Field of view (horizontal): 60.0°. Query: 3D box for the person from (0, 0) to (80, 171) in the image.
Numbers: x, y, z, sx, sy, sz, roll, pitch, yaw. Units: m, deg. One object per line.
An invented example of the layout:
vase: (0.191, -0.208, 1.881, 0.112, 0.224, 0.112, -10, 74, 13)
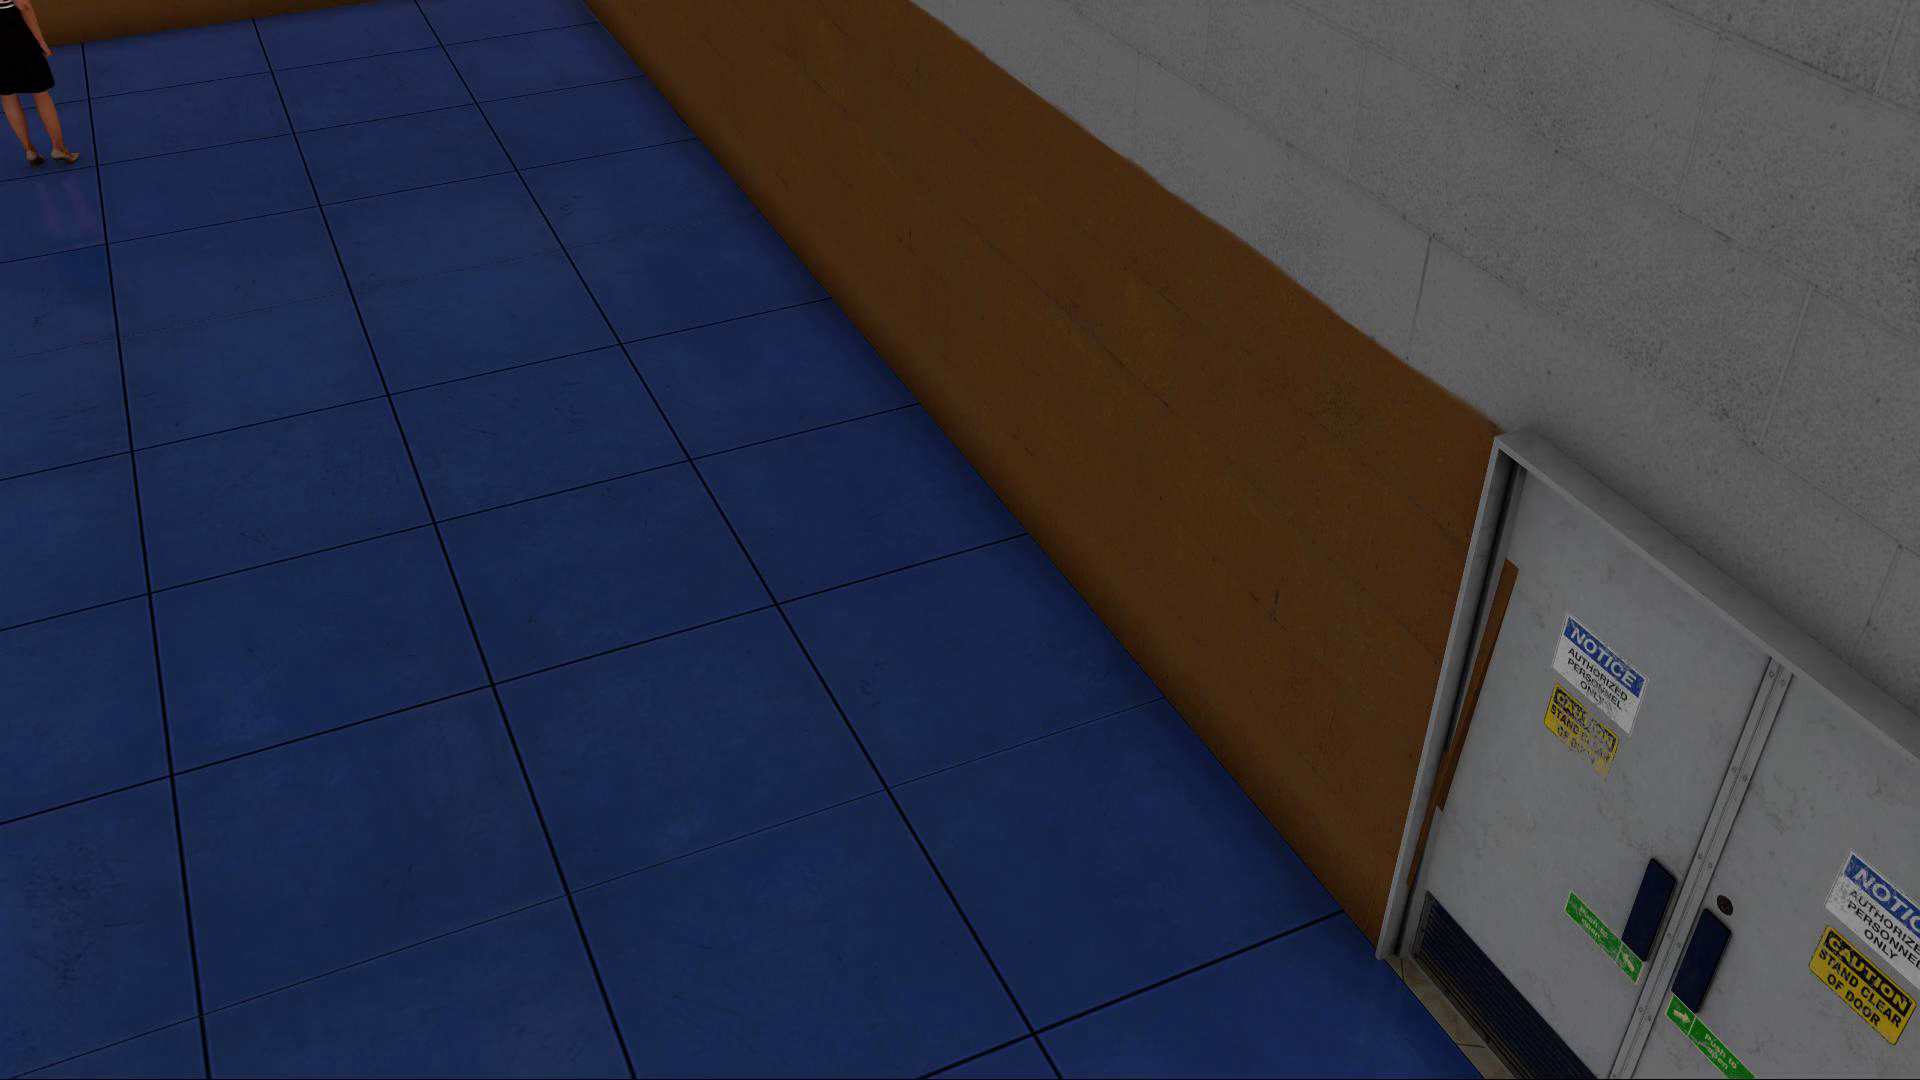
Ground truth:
person: (-6.425, -3.353, 11.225, 0.589, 1.756, 0.746, -3, 37, -4)
